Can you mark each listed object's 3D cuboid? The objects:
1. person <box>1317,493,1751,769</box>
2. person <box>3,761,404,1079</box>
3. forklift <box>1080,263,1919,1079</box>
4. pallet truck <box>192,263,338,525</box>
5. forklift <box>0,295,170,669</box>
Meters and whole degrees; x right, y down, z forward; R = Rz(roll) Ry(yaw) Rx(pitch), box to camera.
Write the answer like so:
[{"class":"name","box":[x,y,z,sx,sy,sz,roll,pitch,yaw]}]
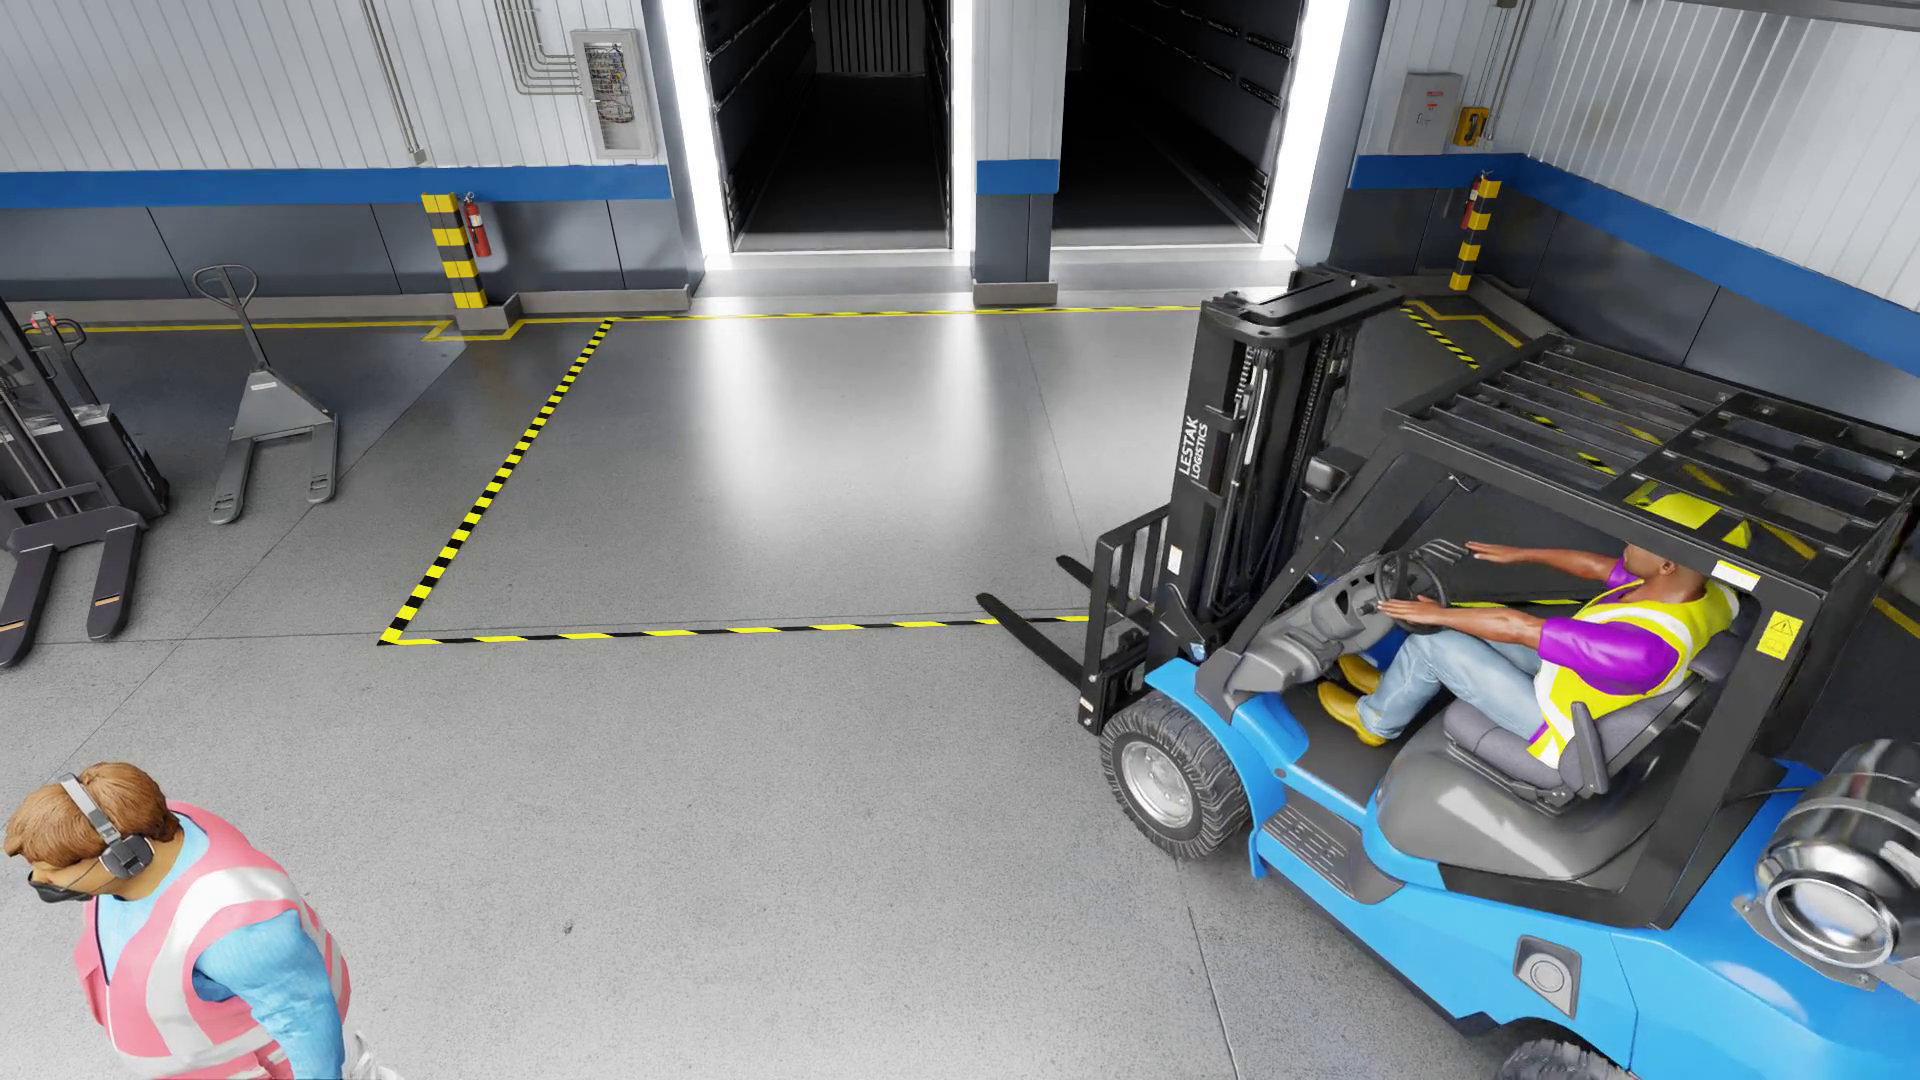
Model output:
[{"class":"person","box":[1.753,0.267,2.967,0.635,1.294,1.002,-23,41,-30]},{"class":"person","box":[-1.784,1.243,2.339,0.621,1.844,0.429,18,39,24]},{"class":"forklift","box":[1.783,0.451,3.031,1.157,2.036,2.680,-23,41,-30]},{"class":"pallet truck","box":[-4.778,-1.027,6.128,0.680,1.201,1.601,-17,38,-23]},{"class":"forklift","box":[-5.212,-0.618,4.878,0.823,1.965,1.885,-20,39,-26]}]
